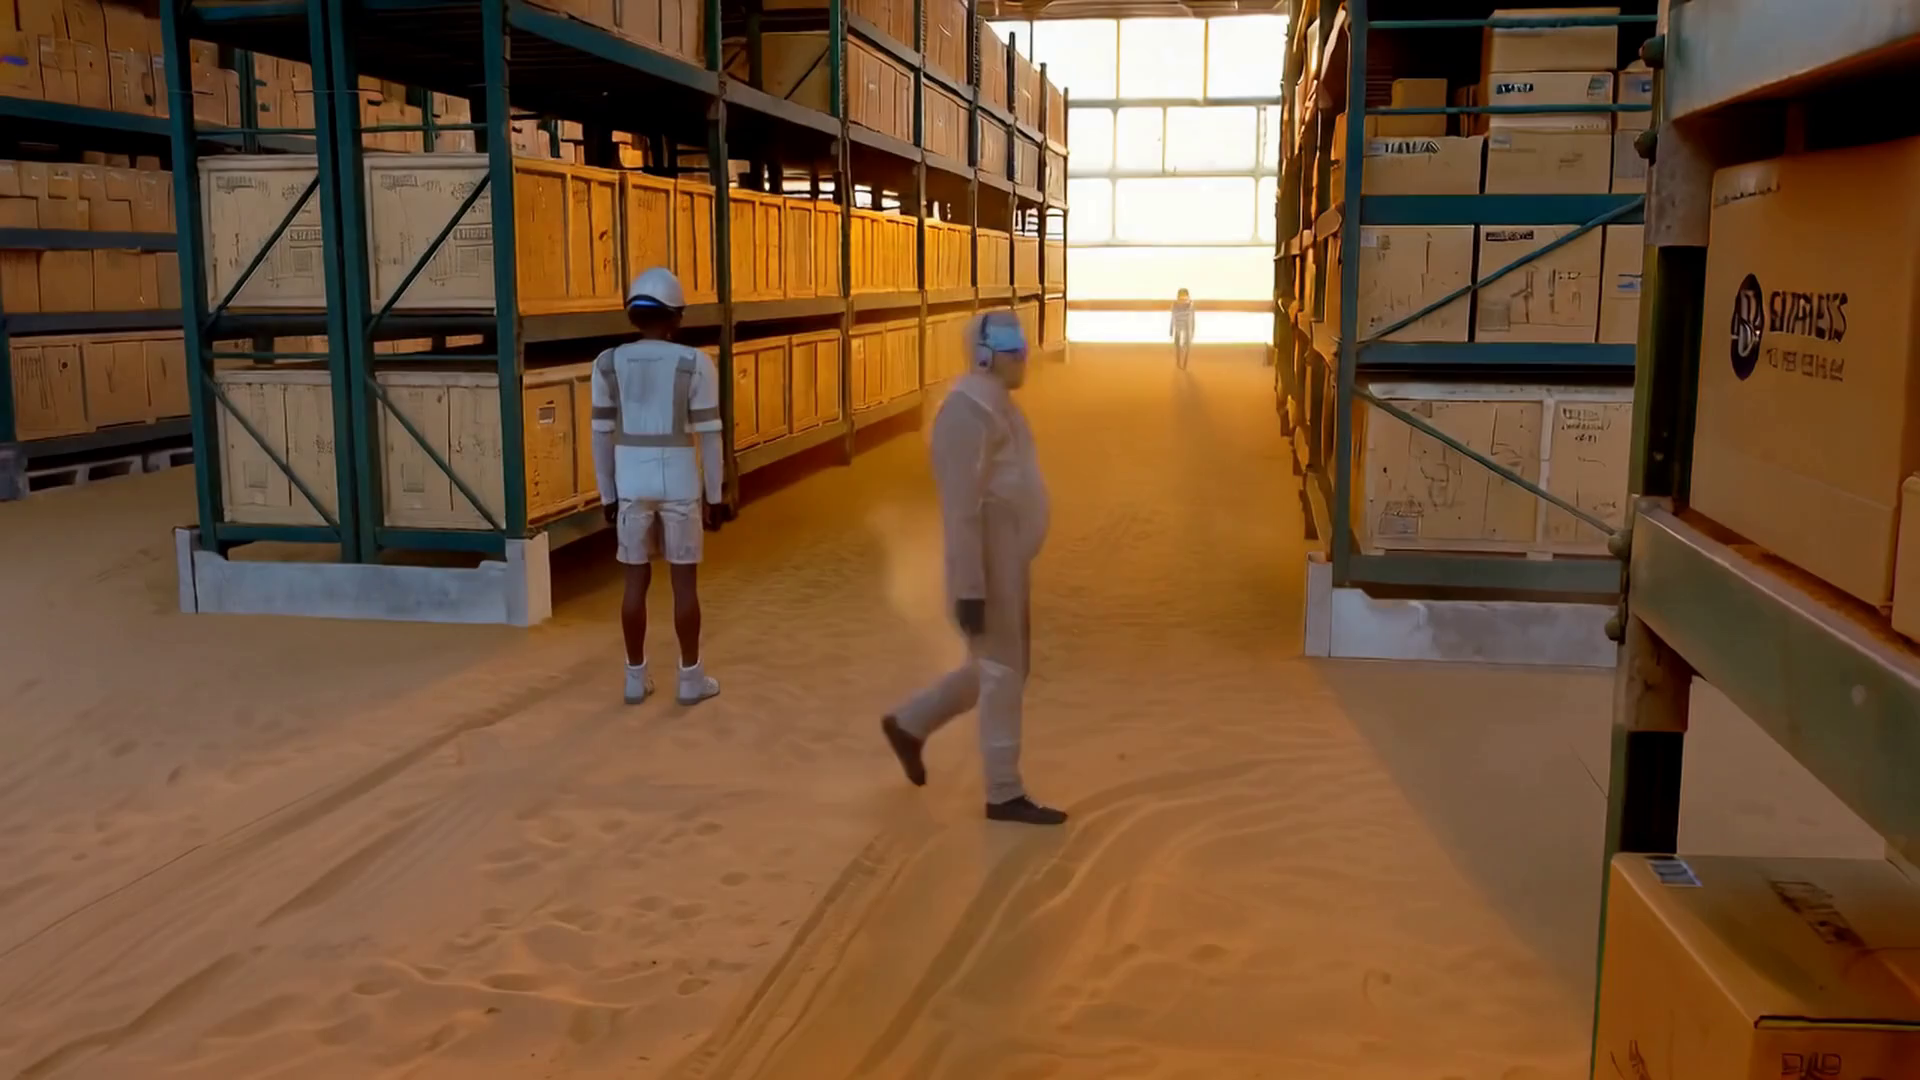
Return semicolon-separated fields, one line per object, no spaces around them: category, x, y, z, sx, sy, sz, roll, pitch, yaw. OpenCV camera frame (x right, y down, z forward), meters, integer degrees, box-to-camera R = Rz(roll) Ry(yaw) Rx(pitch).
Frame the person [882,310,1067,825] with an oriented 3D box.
person;0.049;0.105;6.109;0.664;1.888;0.650;2;9;13

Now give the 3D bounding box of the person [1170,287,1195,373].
person;4.511;-4.259;33.683;0.494;1.720;0.688;1;9;9

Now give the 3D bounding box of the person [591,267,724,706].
person;-1.395;-0.242;7.774;0.615;2.042;0.374;1;9;8
